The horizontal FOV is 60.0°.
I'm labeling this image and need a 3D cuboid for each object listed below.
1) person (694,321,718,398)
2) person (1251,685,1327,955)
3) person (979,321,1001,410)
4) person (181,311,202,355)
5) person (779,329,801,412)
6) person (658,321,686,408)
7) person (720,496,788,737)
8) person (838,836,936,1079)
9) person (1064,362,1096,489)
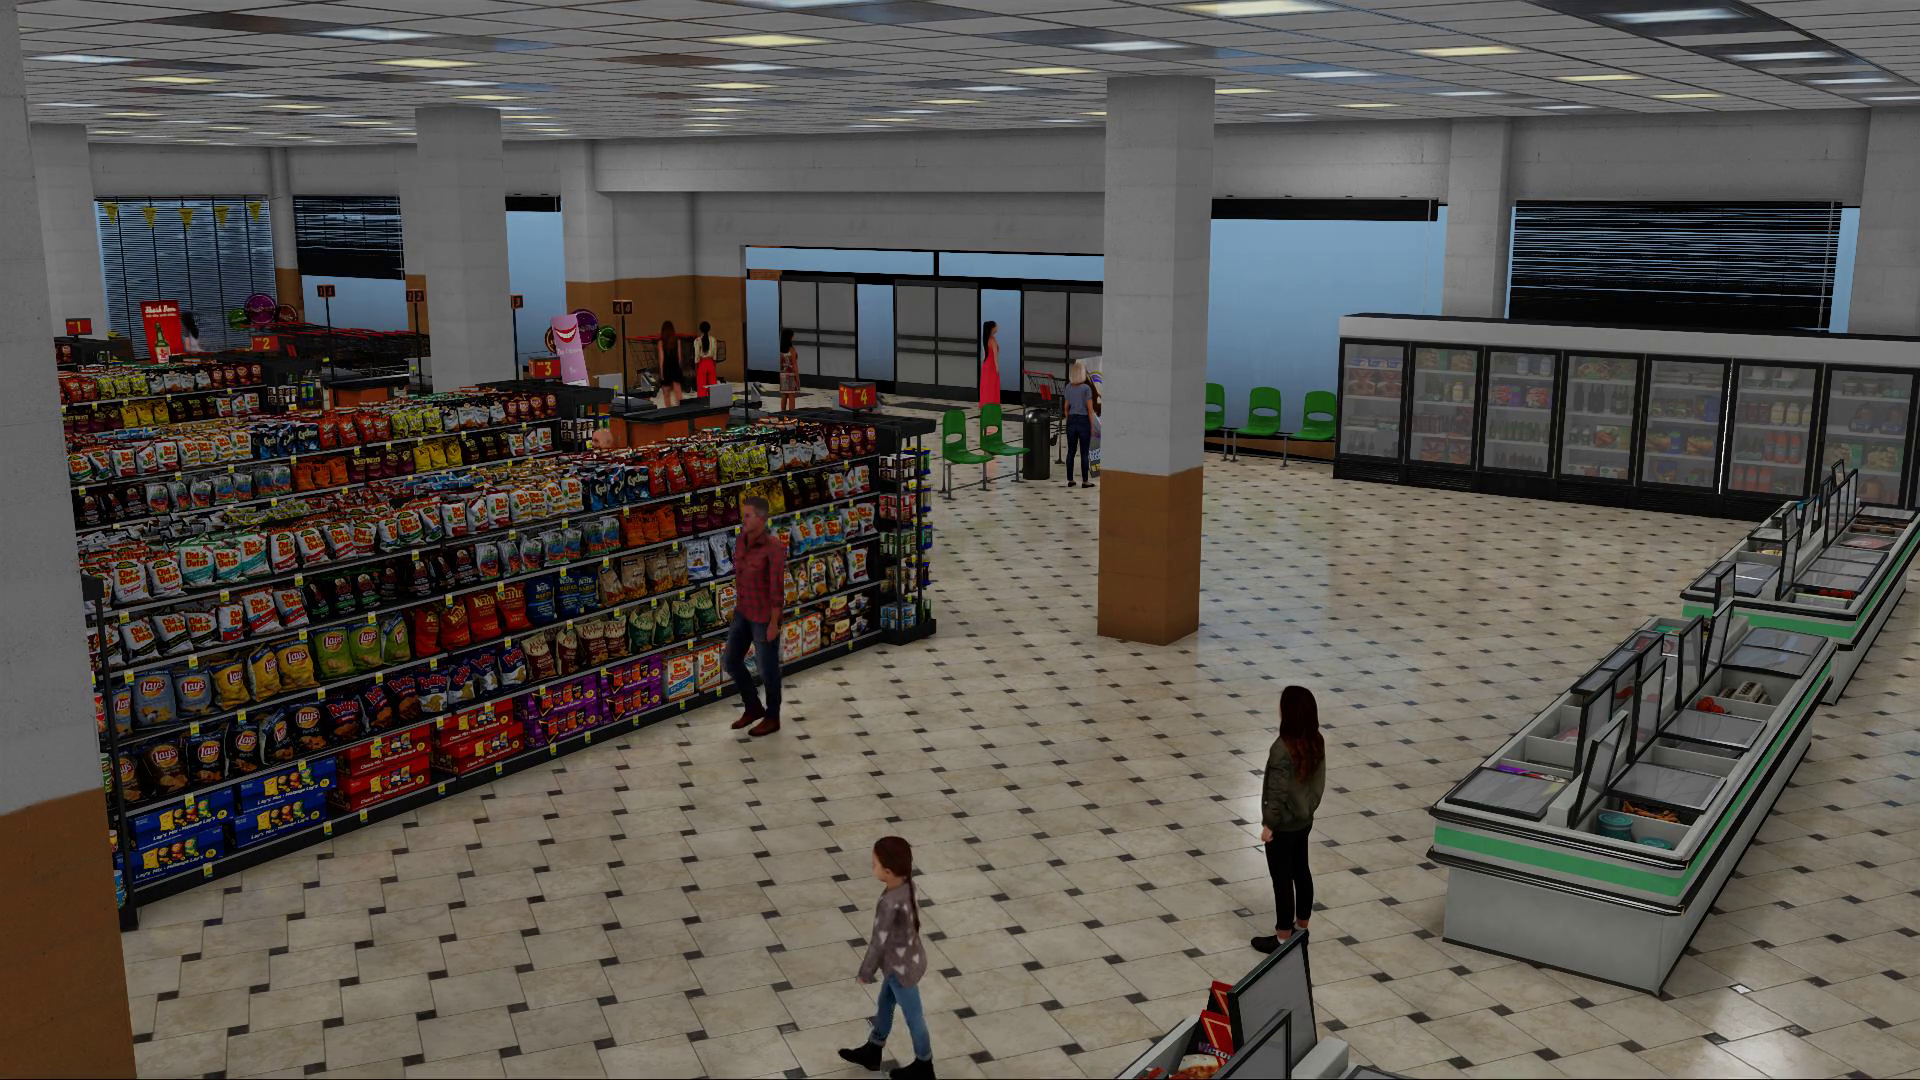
[{"bbox_3d":[-4.463,-2.948,29.194,0.599,1.789,0.732,-8,14,-32],"label":"person"},{"bbox_3d":[1.769,1.488,8.888,0.670,1.475,0.491,11,16,42],"label":"person"},{"bbox_3d":[0.551,-3.098,30.063,0.712,1.725,0.706,-7,14,-28],"label":"person"},{"bbox_3d":[-15.032,-3.637,32.710,0.816,1.689,0.787,2,12,10],"label":"person"},{"bbox_3d":[-3.012,-2.883,29.231,0.602,1.645,0.693,-11,16,-42],"label":"person"},{"bbox_3d":[-4.927,-2.818,28.551,1.161,1.799,1.059,-5,13,-21],"label":"person"},{"bbox_3d":[-1.447,0.554,12.484,0.742,1.821,0.679,11,16,42],"label":"person"},{"bbox_3d":[-0.213,1.925,7.540,0.689,1.176,0.707,2,12,10],"label":"person"},{"bbox_3d":[1.630,-1.583,22.875,0.587,1.722,0.513,8,14,32],"label":"person"}]
